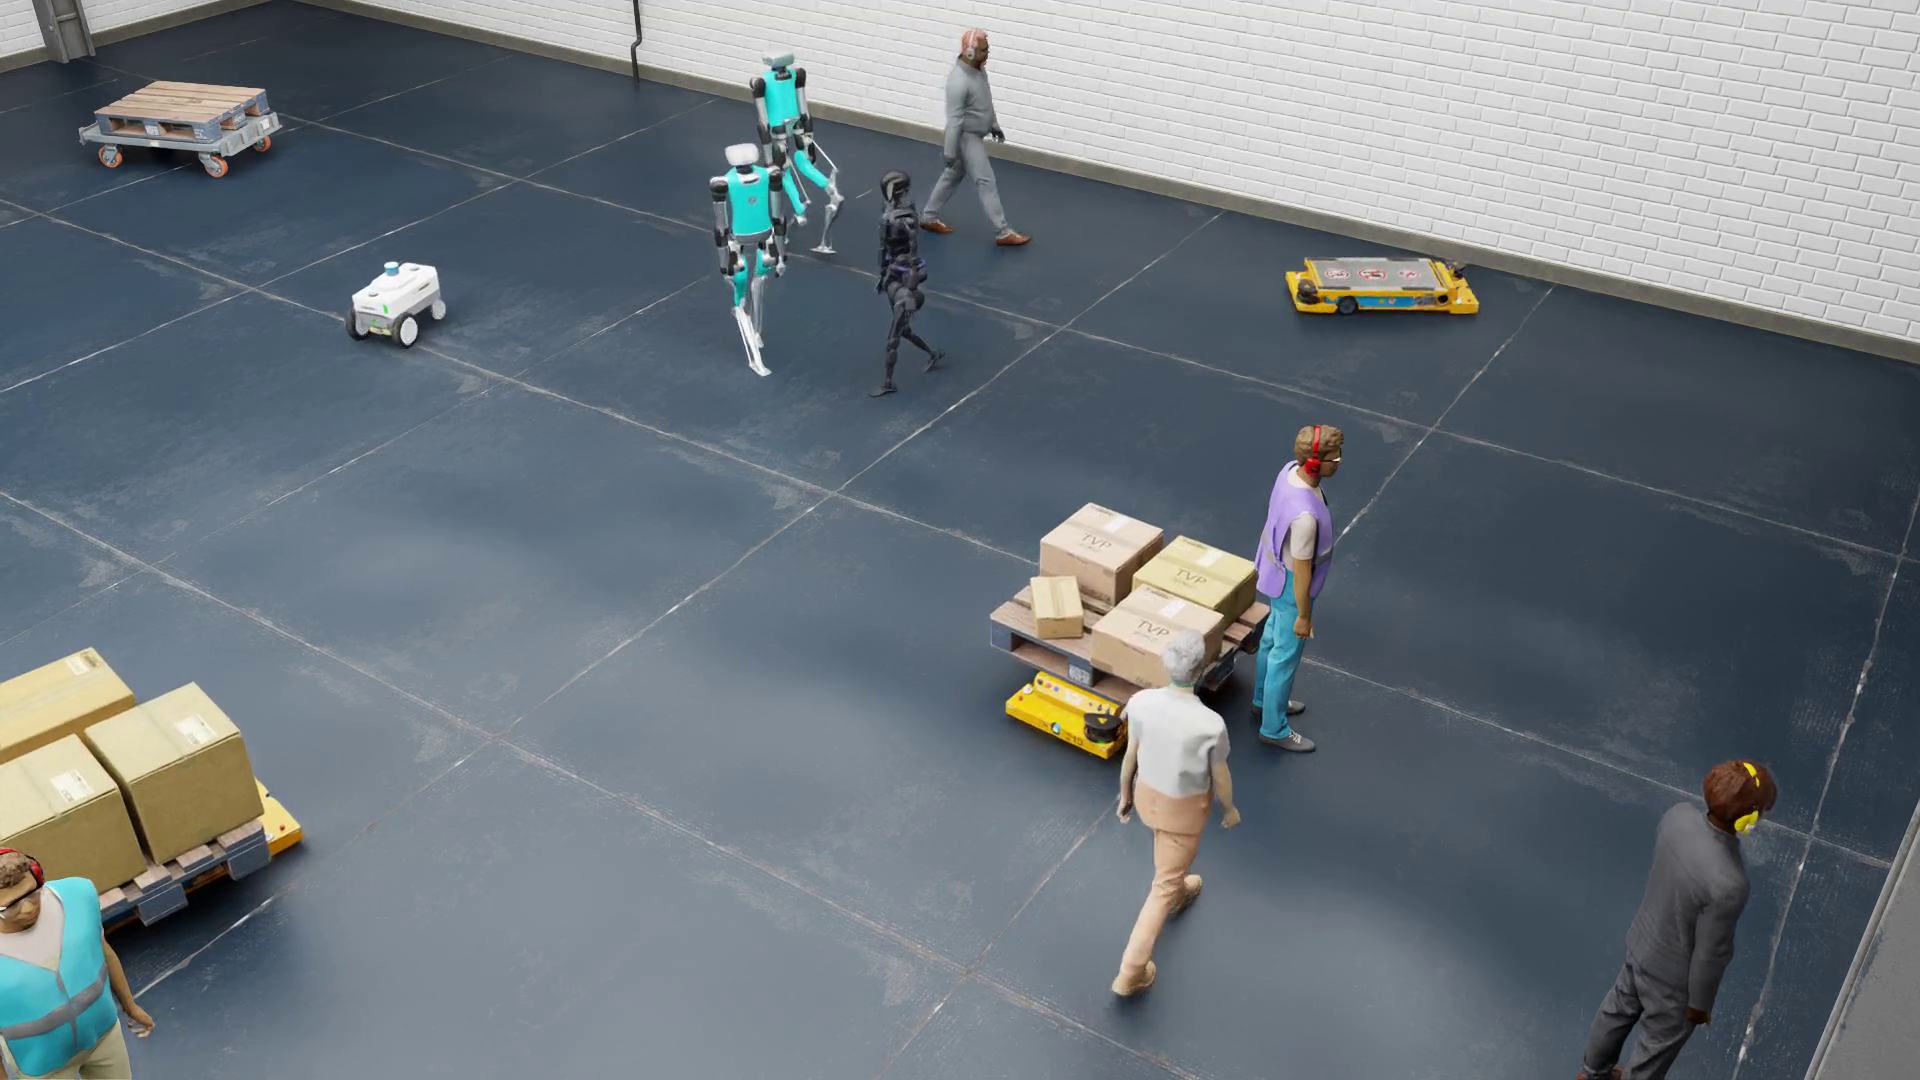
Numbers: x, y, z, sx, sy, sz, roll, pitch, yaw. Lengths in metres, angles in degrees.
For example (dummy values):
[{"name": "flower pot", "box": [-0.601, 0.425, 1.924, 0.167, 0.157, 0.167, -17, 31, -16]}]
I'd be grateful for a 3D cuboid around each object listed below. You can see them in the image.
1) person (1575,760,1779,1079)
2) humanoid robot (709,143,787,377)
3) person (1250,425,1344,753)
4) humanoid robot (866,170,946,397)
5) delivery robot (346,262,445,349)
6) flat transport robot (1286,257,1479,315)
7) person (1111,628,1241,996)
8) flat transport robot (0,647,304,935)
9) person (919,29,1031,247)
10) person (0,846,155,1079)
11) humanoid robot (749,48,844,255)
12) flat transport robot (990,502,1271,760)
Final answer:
[{"name": "person", "box": [2.712, 1.585, 6.320, 0.352, 1.866, 0.489, -4, 33, -5]}, {"name": "humanoid robot", "box": [-1.602, -2.134, 12.250, 0.564, 1.781, 0.904, -13, 35, -19]}, {"name": "person", "box": [1.684, 0.235, 8.432, 0.388, 1.845, 0.564, 1, 33, 2]}, {"name": "humanoid robot", "box": [-0.398, -1.856, 11.884, 0.736, 1.636, 0.610, -15, 36, -22]}, {"name": "delivery robot", "box": [-4.360, -1.837, 12.863, 0.499, 0.608, 0.797, 11, 34, 17]}, {"name": "flat transport robot", "box": [3.404, -2.051, 13.447, 1.431, 0.231, 0.659, 1, 33, 1]}, {"name": "person", "box": [0.897, 1.147, 7.141, 0.470, 1.708, 0.855, 25, 40, 33]}, {"name": "flat transport robot", "box": [-3.943, 1.537, 7.865, 1.431, 0.231, 0.659, -28, 42, -36]}, {"name": "person", "box": [0.093, -3.415, 14.104, 1.012, 1.849, 0.638, 5, 33, 7]}, {"name": "person", "box": [-3.217, 1.807, 5.984, 0.388, 1.847, 0.564, 17, 37, 25]}, {"name": "humanoid robot", "box": [-1.298, -3.136, 13.790, 0.531, 1.735, 1.009, -27, 42, -35]}, {"name": "flat transport robot", "box": [0.929, 0.664, 9.223, 0.659, 0.231, 1.431, 22, 39, 30]}]
